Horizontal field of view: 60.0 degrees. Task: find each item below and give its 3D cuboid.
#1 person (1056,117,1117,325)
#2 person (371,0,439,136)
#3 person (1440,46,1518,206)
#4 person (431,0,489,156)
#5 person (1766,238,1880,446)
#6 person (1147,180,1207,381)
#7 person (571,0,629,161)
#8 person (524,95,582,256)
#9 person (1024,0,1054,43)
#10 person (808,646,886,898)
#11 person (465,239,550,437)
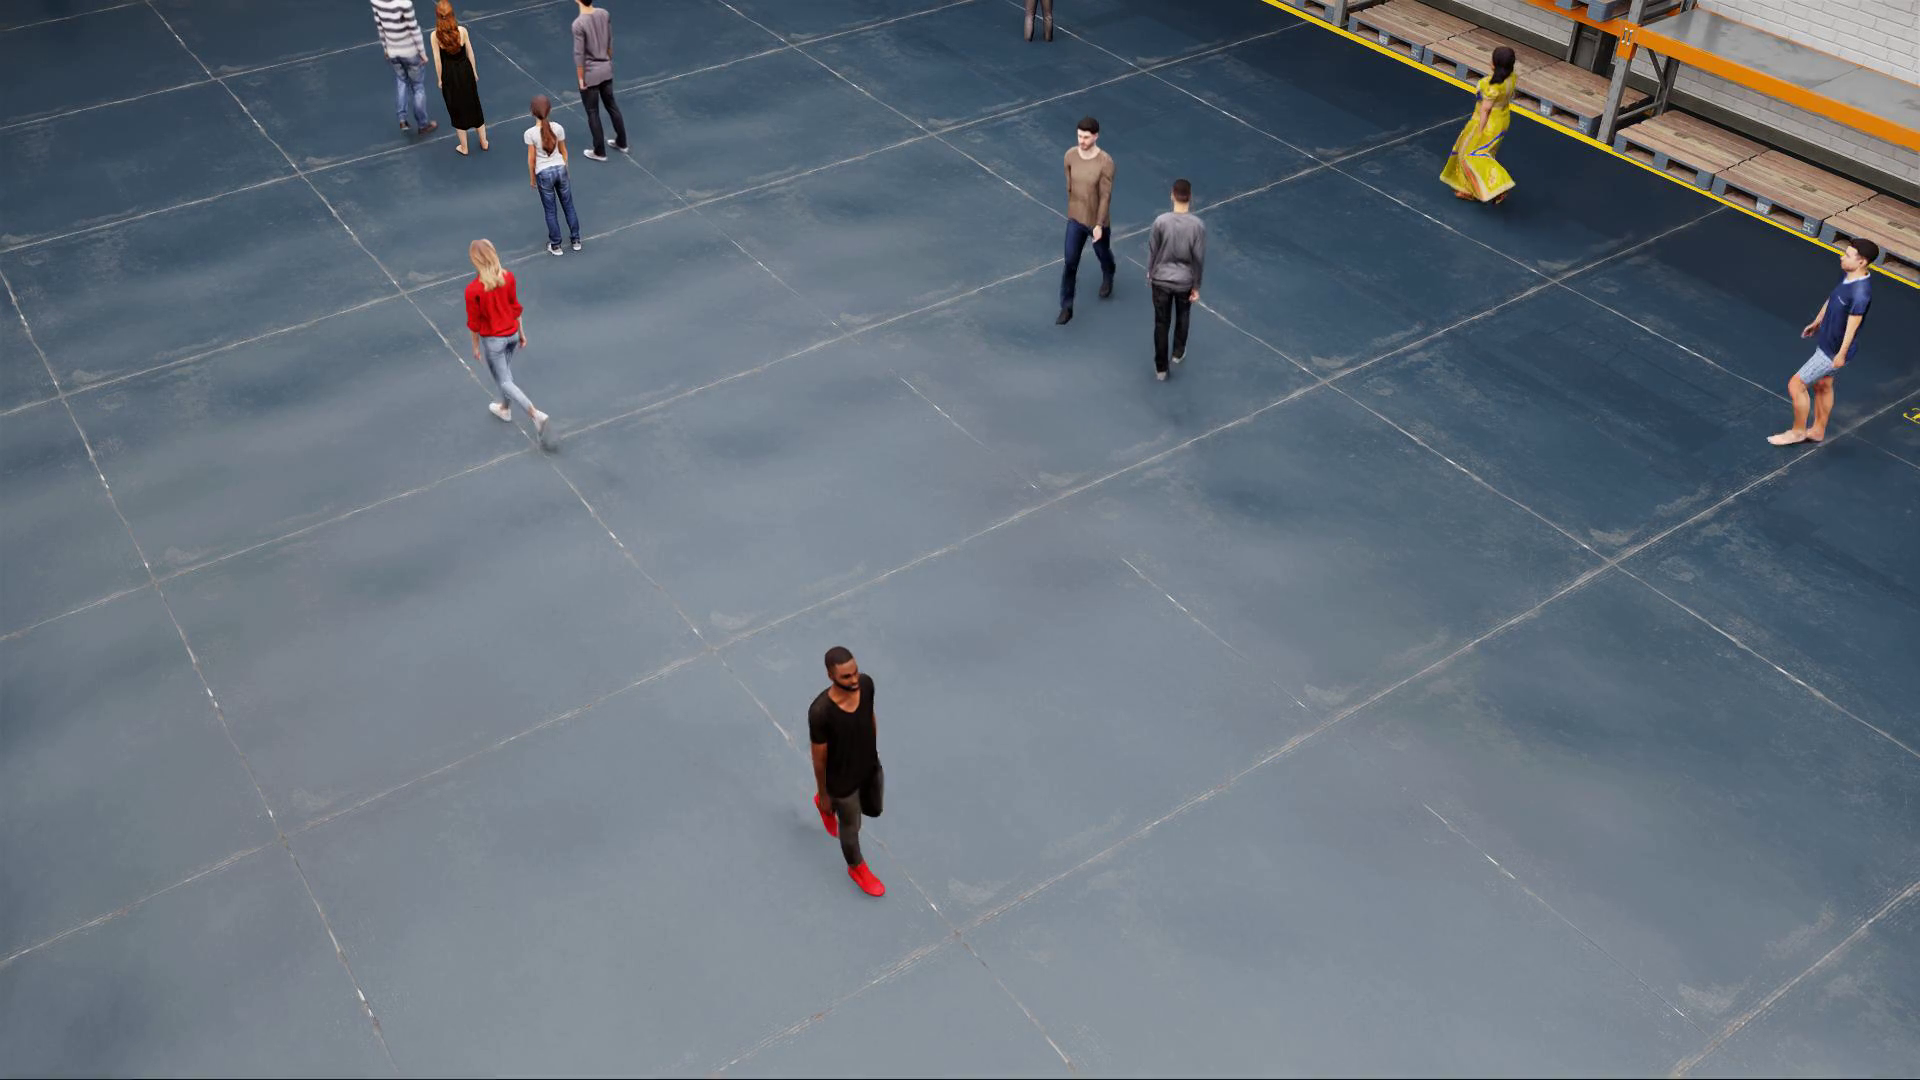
[{"bbox_3d":[1.193,-2.872,14.716,1.225,1.844,1.122,16,41,19],"label":"person"},{"bbox_3d":[-5.882,-5.155,17.575,0.798,1.844,0.868,11,40,13],"label":"person"},{"bbox_3d":[5.249,-4.021,16.316,1.141,1.643,0.911,31,48,33],"label":"person"},{"bbox_3d":[-5.237,-4.820,17.330,0.584,1.624,0.583,-20,43,-23],"label":"person"},{"bbox_3d":[6.941,-1.524,13.038,0.836,1.830,0.783,13,40,16],"label":"person"},{"bbox_3d":[1.774,-2.113,13.844,0.836,1.745,0.902,4,39,5],"label":"person"},{"bbox_3d":[-3.764,-4.855,17.196,0.665,1.847,0.740,25,45,28],"label":"person"},{"bbox_3d":[-3.847,-3.445,15.659,0.561,1.561,0.546,-20,43,-23],"label":"person"},{"bbox_3d":[0.936,-6.638,19.806,0.739,1.715,0.751,3,39,4],"label":"person"},{"bbox_3d":[-0.691,1.279,9.560,0.733,1.792,0.954,-31,48,-33],"label":"person"},{"bbox_3d":[-3.617,-1.564,13.206,1.094,1.684,0.793,29,47,31],"label":"person"}]
